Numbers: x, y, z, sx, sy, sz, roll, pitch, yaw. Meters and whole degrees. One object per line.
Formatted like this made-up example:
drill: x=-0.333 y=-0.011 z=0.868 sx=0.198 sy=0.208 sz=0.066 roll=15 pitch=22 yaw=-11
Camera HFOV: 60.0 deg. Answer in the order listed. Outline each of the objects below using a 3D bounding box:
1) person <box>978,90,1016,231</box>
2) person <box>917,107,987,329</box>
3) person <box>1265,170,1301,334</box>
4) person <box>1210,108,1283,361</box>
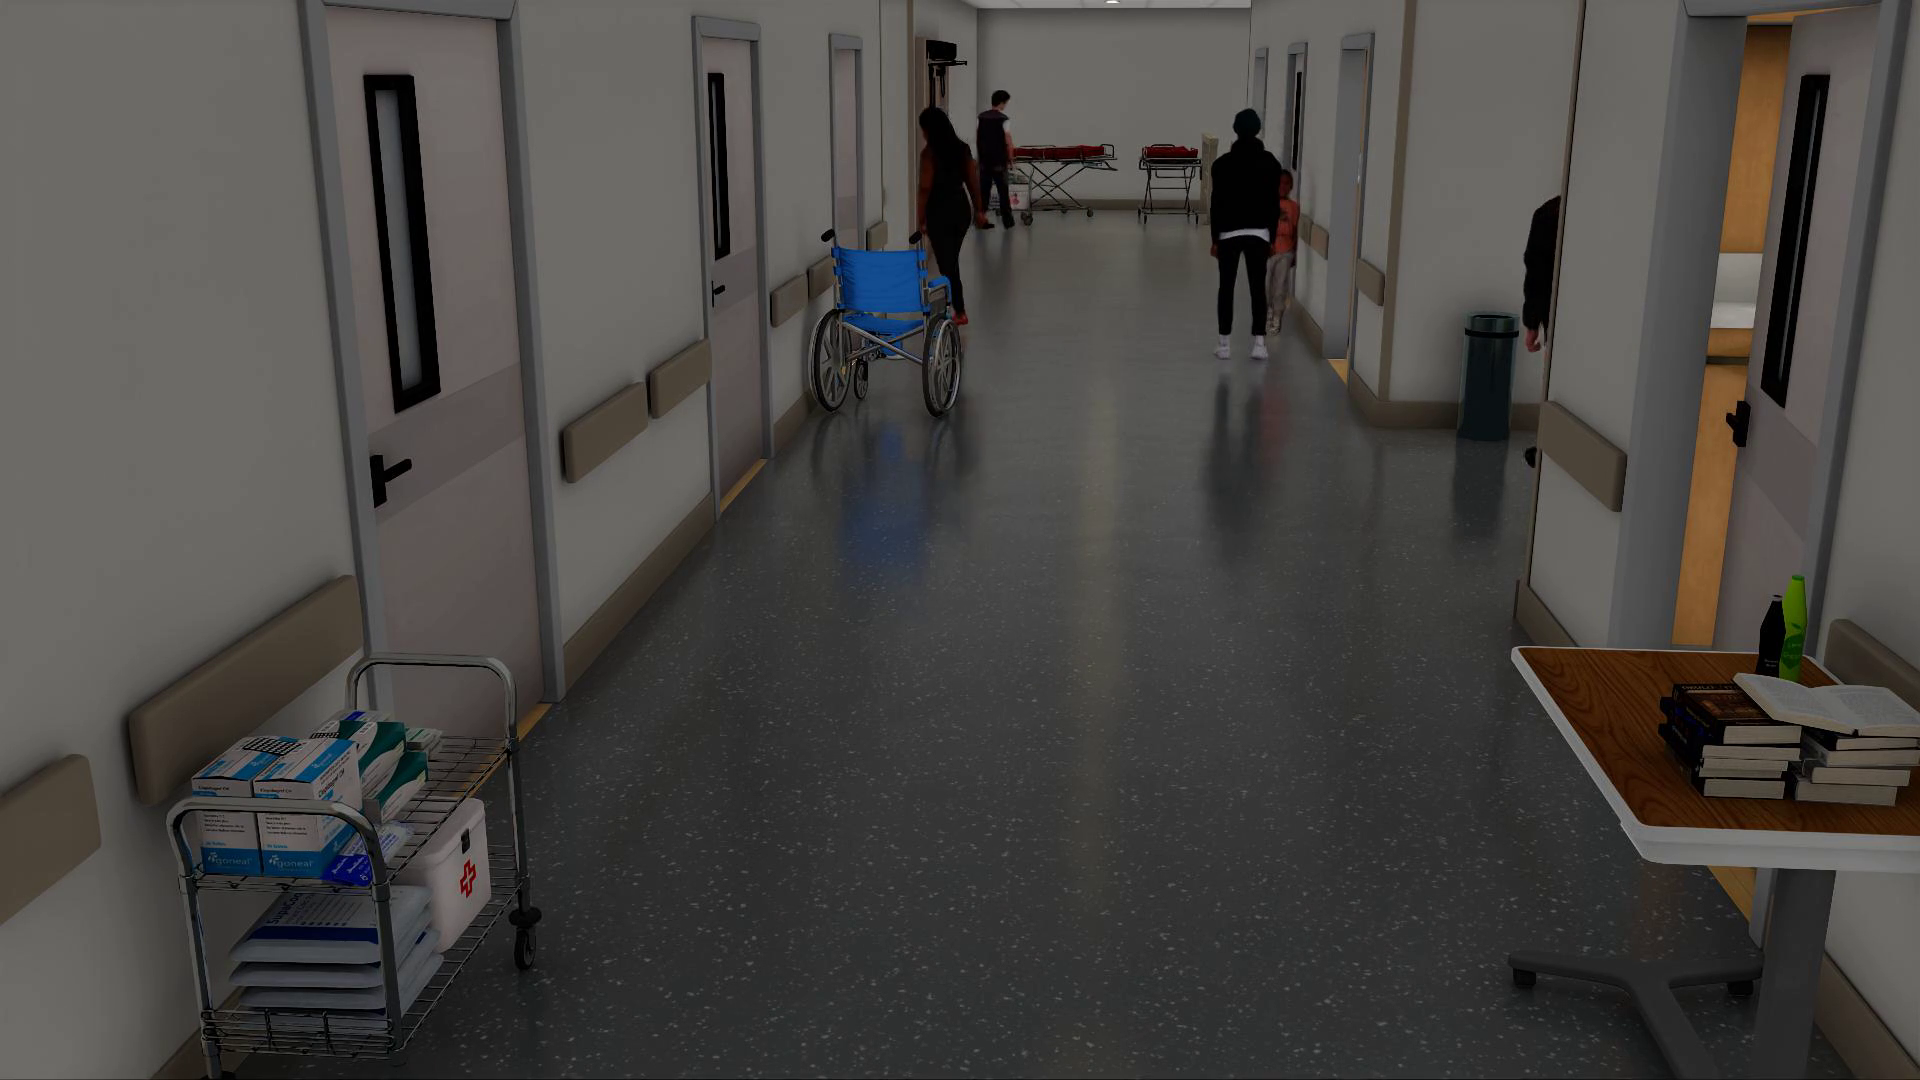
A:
person: x=0.458 y=-5.045 z=22.178 sx=0.814 sy=1.814 sz=0.894 roll=5 pitch=17 yaw=18
person: x=-0.063 y=-2.609 z=13.621 sx=1.058 sy=1.767 sz=1.144 roll=-9 pitch=18 yaw=-29
person: x=2.591 y=-2.372 z=13.641 sx=0.579 sy=1.300 sz=0.928 roll=4 pitch=16 yaw=14
person: x=2.086 y=-2.245 z=12.217 sx=0.659 sy=1.828 sz=0.606 roll=1 pitch=16 yaw=4
